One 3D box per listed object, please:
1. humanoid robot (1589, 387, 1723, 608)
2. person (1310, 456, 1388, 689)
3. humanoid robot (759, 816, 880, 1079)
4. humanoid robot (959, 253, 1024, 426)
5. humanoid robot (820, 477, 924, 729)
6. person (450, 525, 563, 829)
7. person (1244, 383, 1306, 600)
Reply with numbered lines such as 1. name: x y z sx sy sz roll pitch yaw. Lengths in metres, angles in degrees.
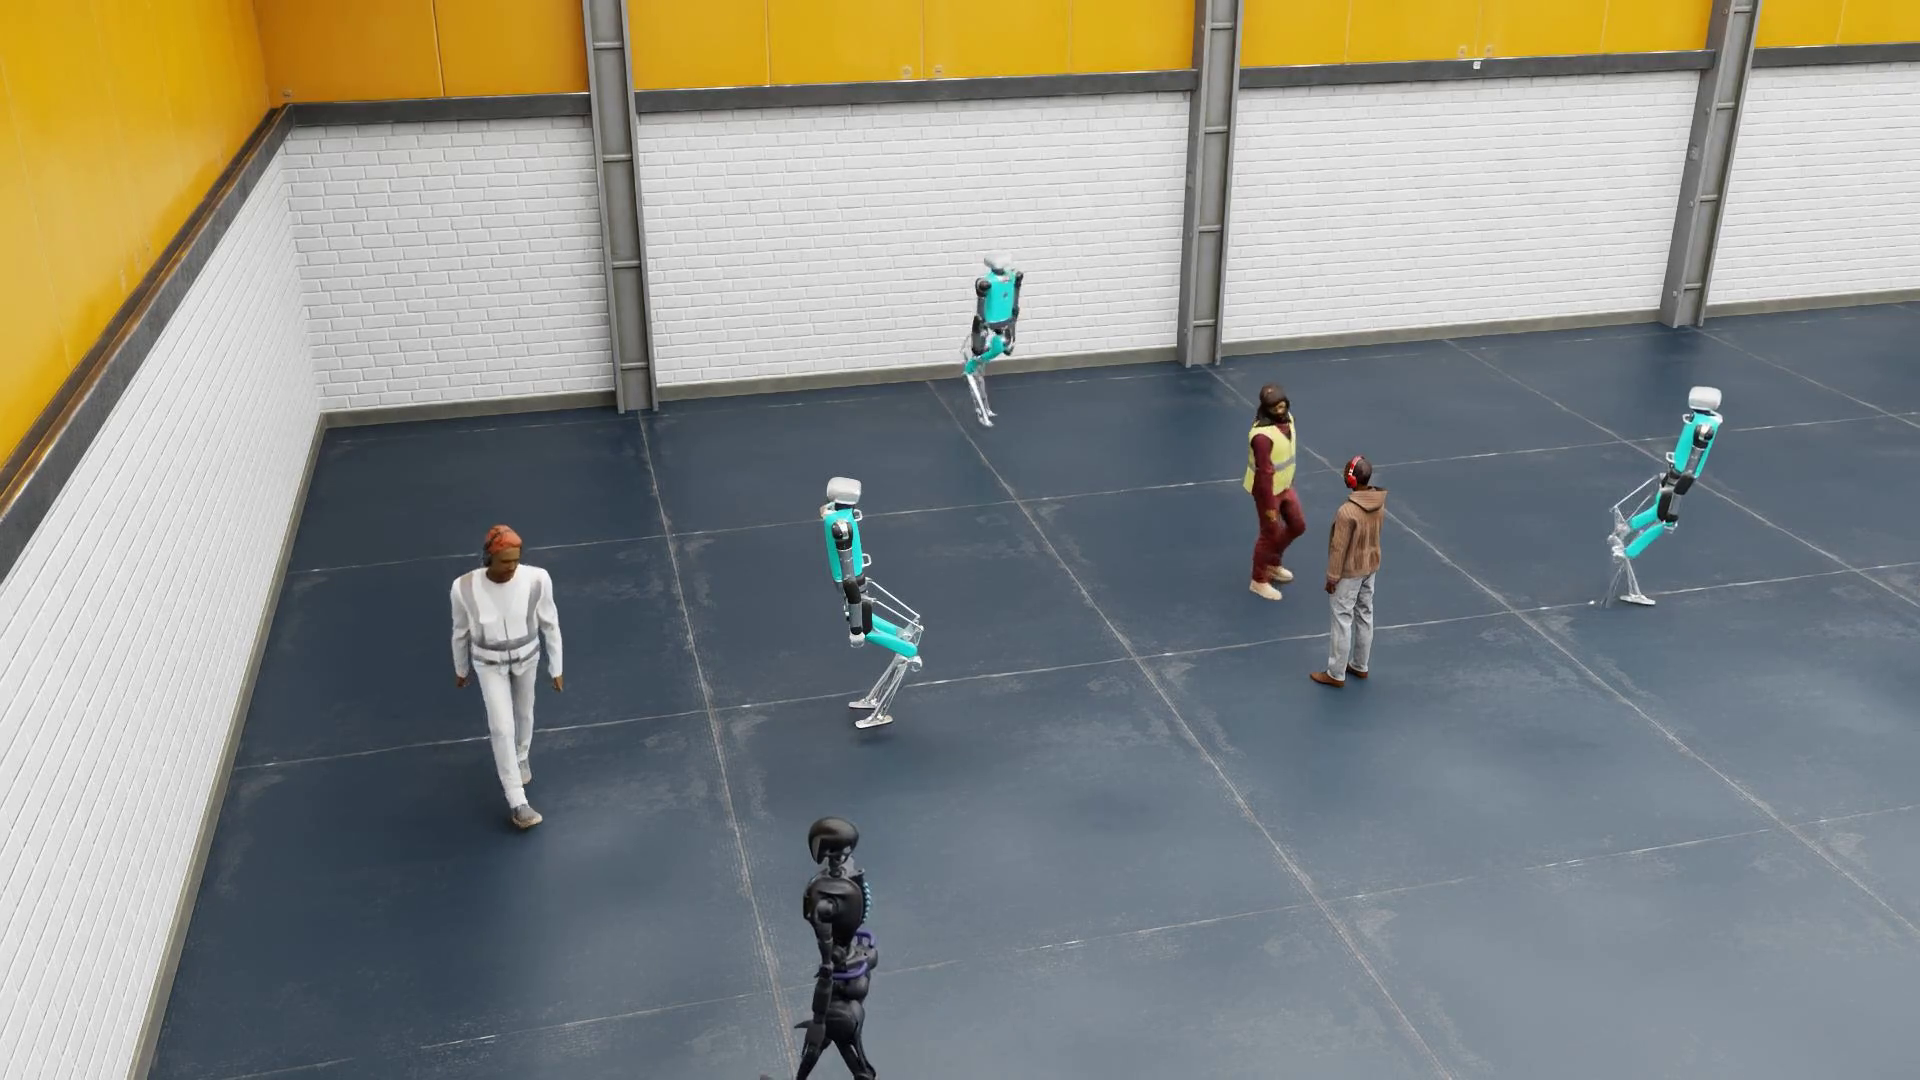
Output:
1. humanoid robot: 5.023 -0.247 12.229 0.828 1.877 0.549 8 25 19
2. person: 2.637 0.222 11.147 0.462 1.648 0.327 -18 29 -35
3. humanoid robot: -0.583 1.937 7.252 0.744 1.634 0.608 3 24 8
4. humanoid robot: 0.197 -1.948 15.962 0.551 1.752 0.929 -14 27 -29
5. humanoid robot: -0.492 0.390 10.487 0.735 1.677 0.533 -3 24 -8
6. person: -2.634 0.747 9.713 0.607 1.830 0.980 -10 26 -22
7. person: 2.341 -0.362 12.367 0.403 1.737 0.607 18 29 34
